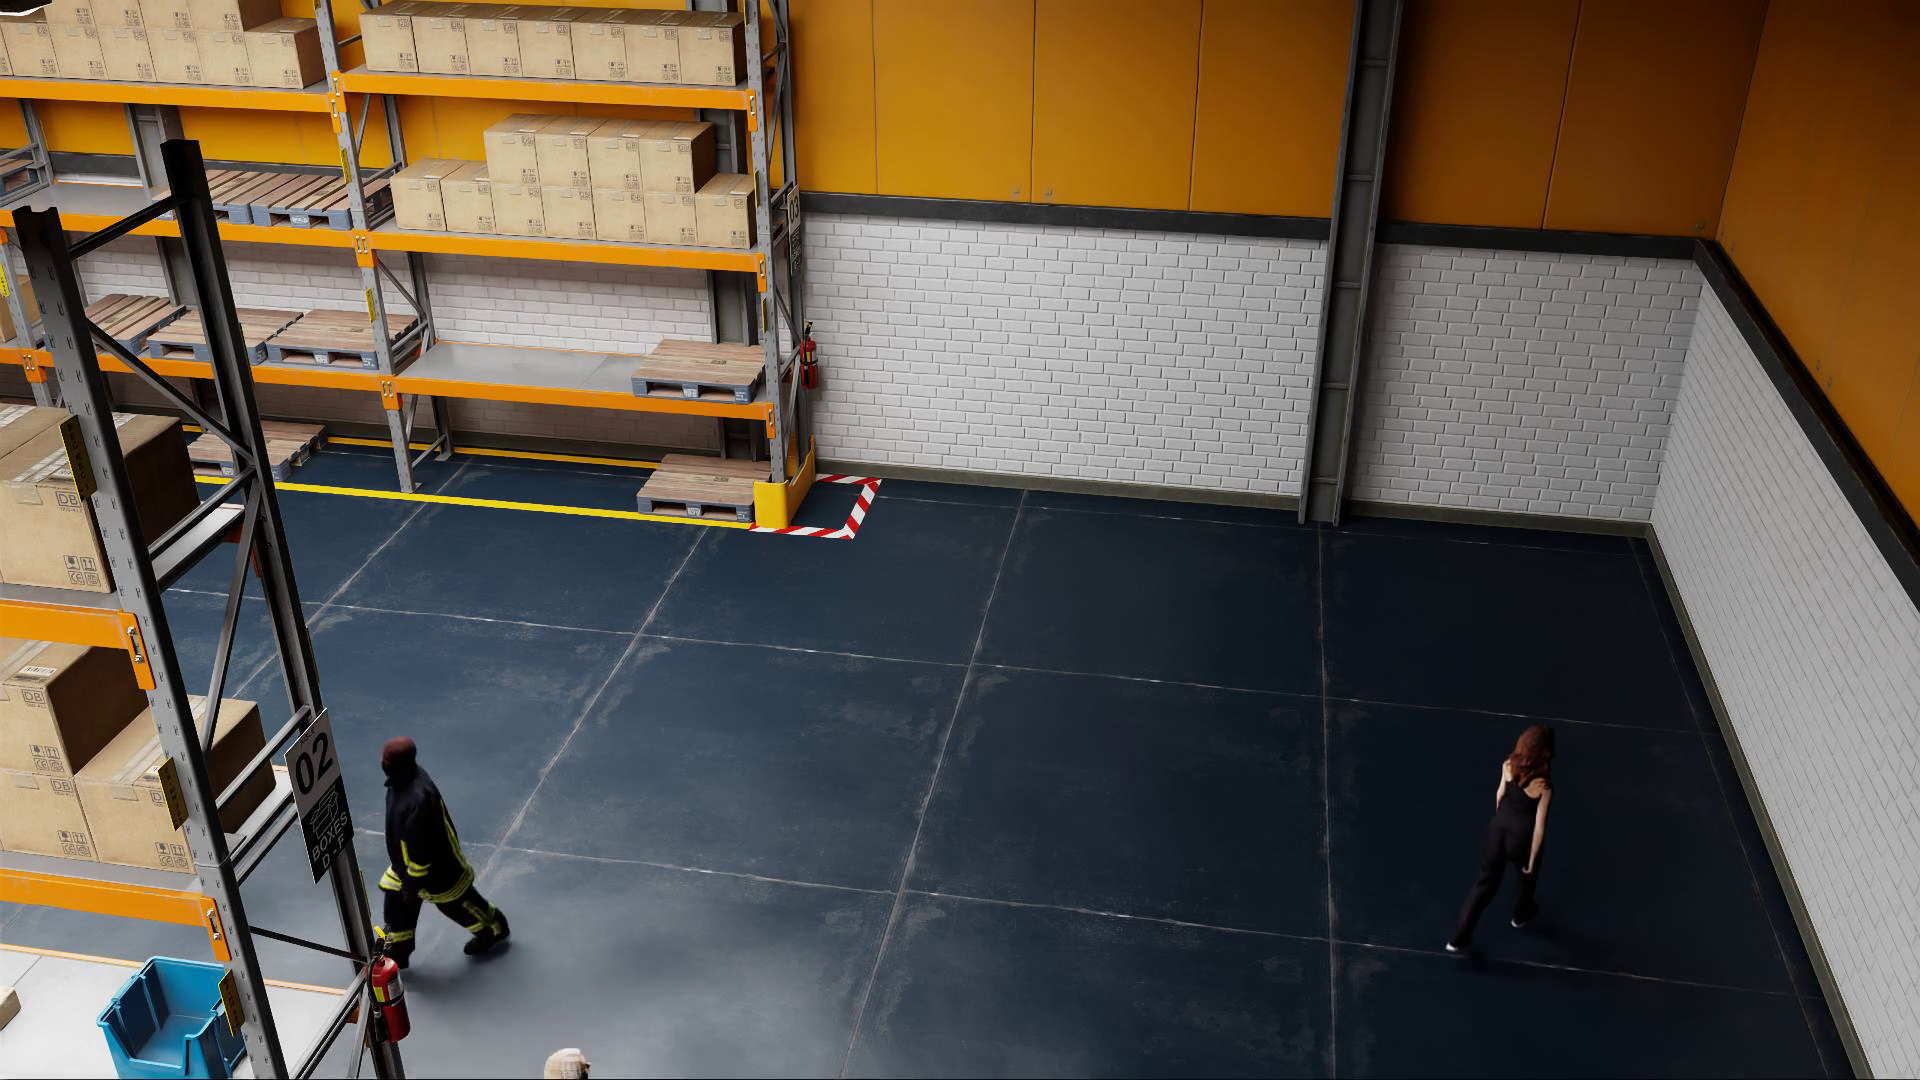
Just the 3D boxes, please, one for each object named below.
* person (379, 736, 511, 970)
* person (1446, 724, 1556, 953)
[{"bbox_3d":[-3.375,2.021,10.766,1.288,1.784,1.233,-19,34,-30],"label":"person"},{"bbox_3d":[3.559,1.993,10.898,1.071,1.708,1.101,-24,37,-37],"label":"person"}]
